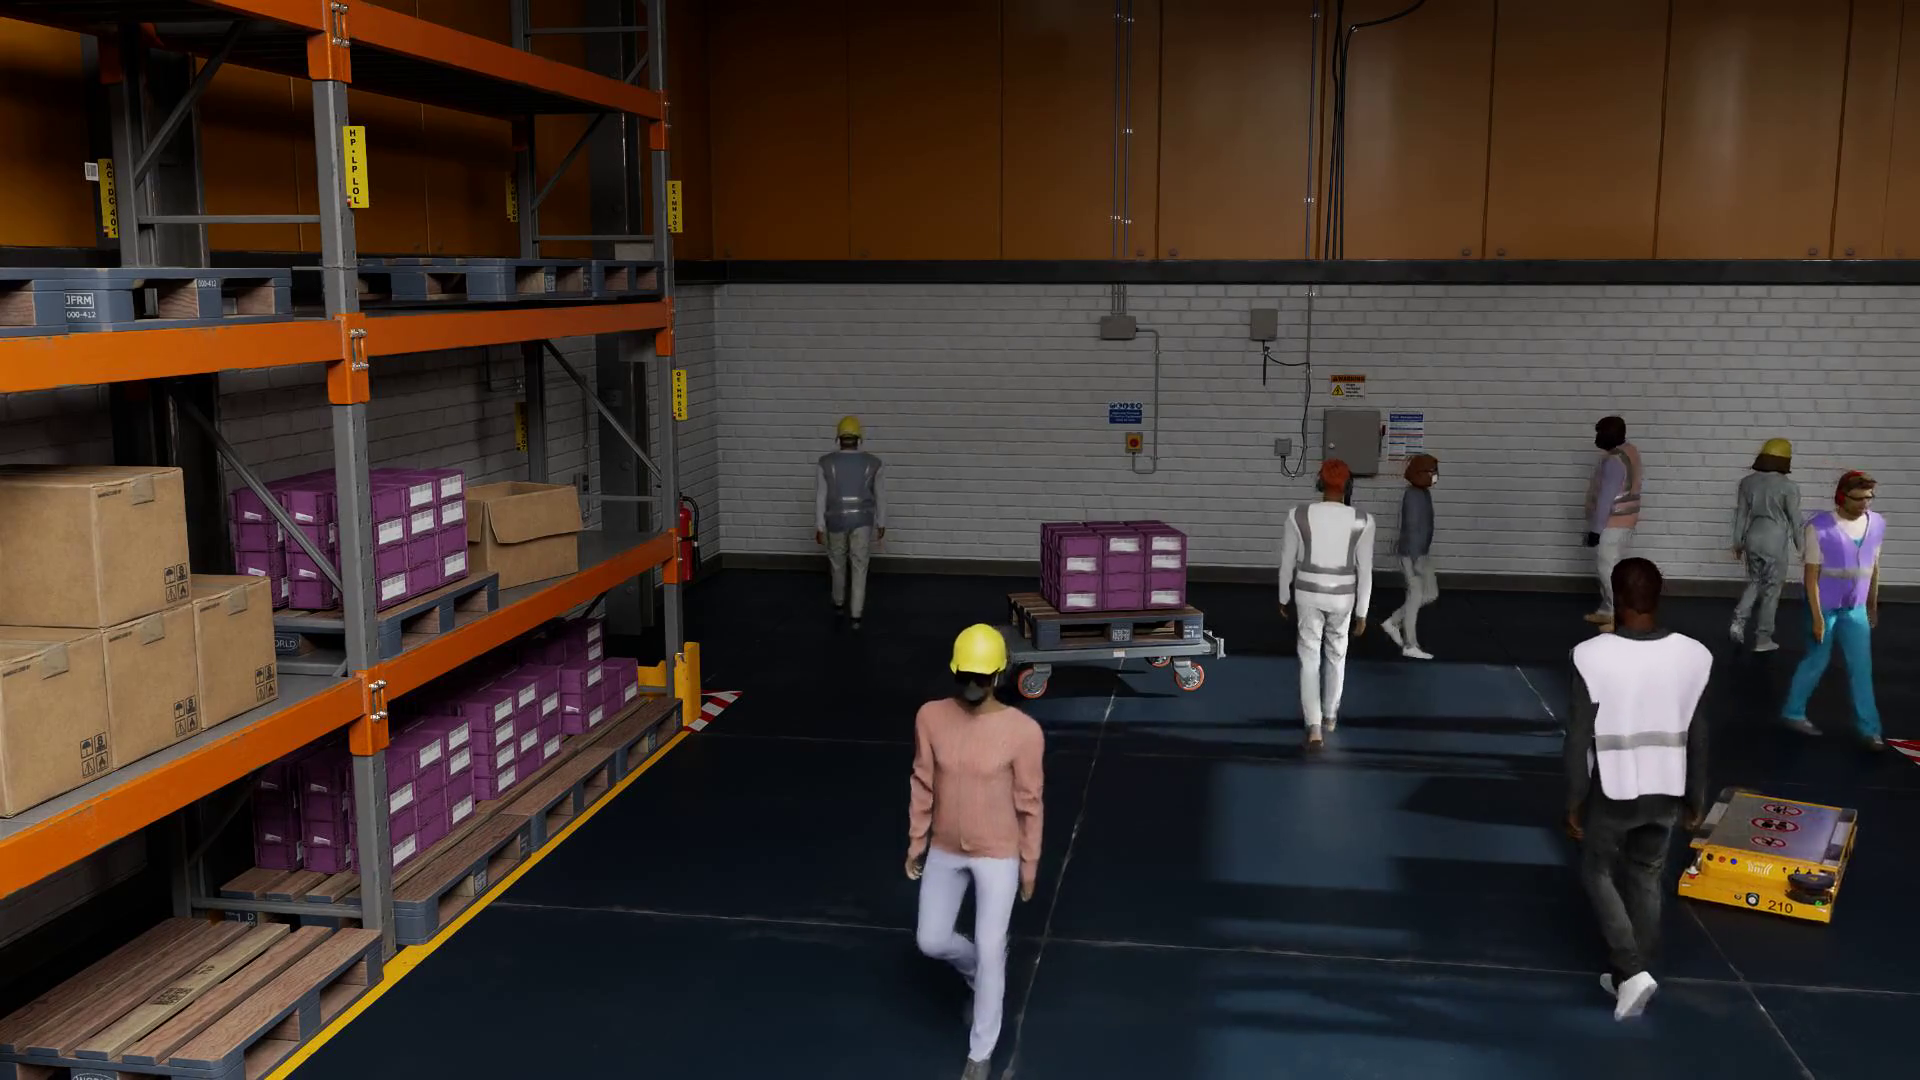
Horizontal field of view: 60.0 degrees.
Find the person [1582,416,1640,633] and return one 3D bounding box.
[{"bbox_3d":[5.511,-0.131,14.038,0.474,1.824,0.681,6,11,31],"label":"person"}]

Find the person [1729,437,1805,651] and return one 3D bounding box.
[{"bbox_3d":[6.445,0.038,13.228,0.403,1.719,0.505,-5,10,-28],"label":"person"}]

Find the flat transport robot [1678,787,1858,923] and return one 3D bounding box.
[{"bbox_3d":[4.098,1.549,8.379,0.652,0.197,1.431,6,11,32],"label":"flat transport robot"}]

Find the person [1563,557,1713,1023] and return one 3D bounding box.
[{"bbox_3d":[2.722,1.020,6.665,0.608,1.892,0.574,0,9,-2],"label":"person"}]

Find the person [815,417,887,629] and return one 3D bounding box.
[{"bbox_3d":[-0.943,-0.170,14.338,0.622,1.778,0.934,-1,9,-7],"label":"person"}]

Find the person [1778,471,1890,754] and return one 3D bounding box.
[{"bbox_3d":[5.611,0.444,10.584,0.625,1.799,0.902,-2,10,-14],"label":"person"}]

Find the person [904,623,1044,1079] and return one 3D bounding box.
[{"bbox_3d":[0.074,1.153,6.241,0.546,1.751,0.531,4,10,24],"label":"person"}]

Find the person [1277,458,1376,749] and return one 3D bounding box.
[{"bbox_3d":[2.341,0.400,10.659,0.586,1.853,0.949,1,9,9],"label":"person"}]

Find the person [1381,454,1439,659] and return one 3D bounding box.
[{"bbox_3d":[3.558,0.126,13.025,0.394,1.618,0.505,6,11,33],"label":"person"}]
